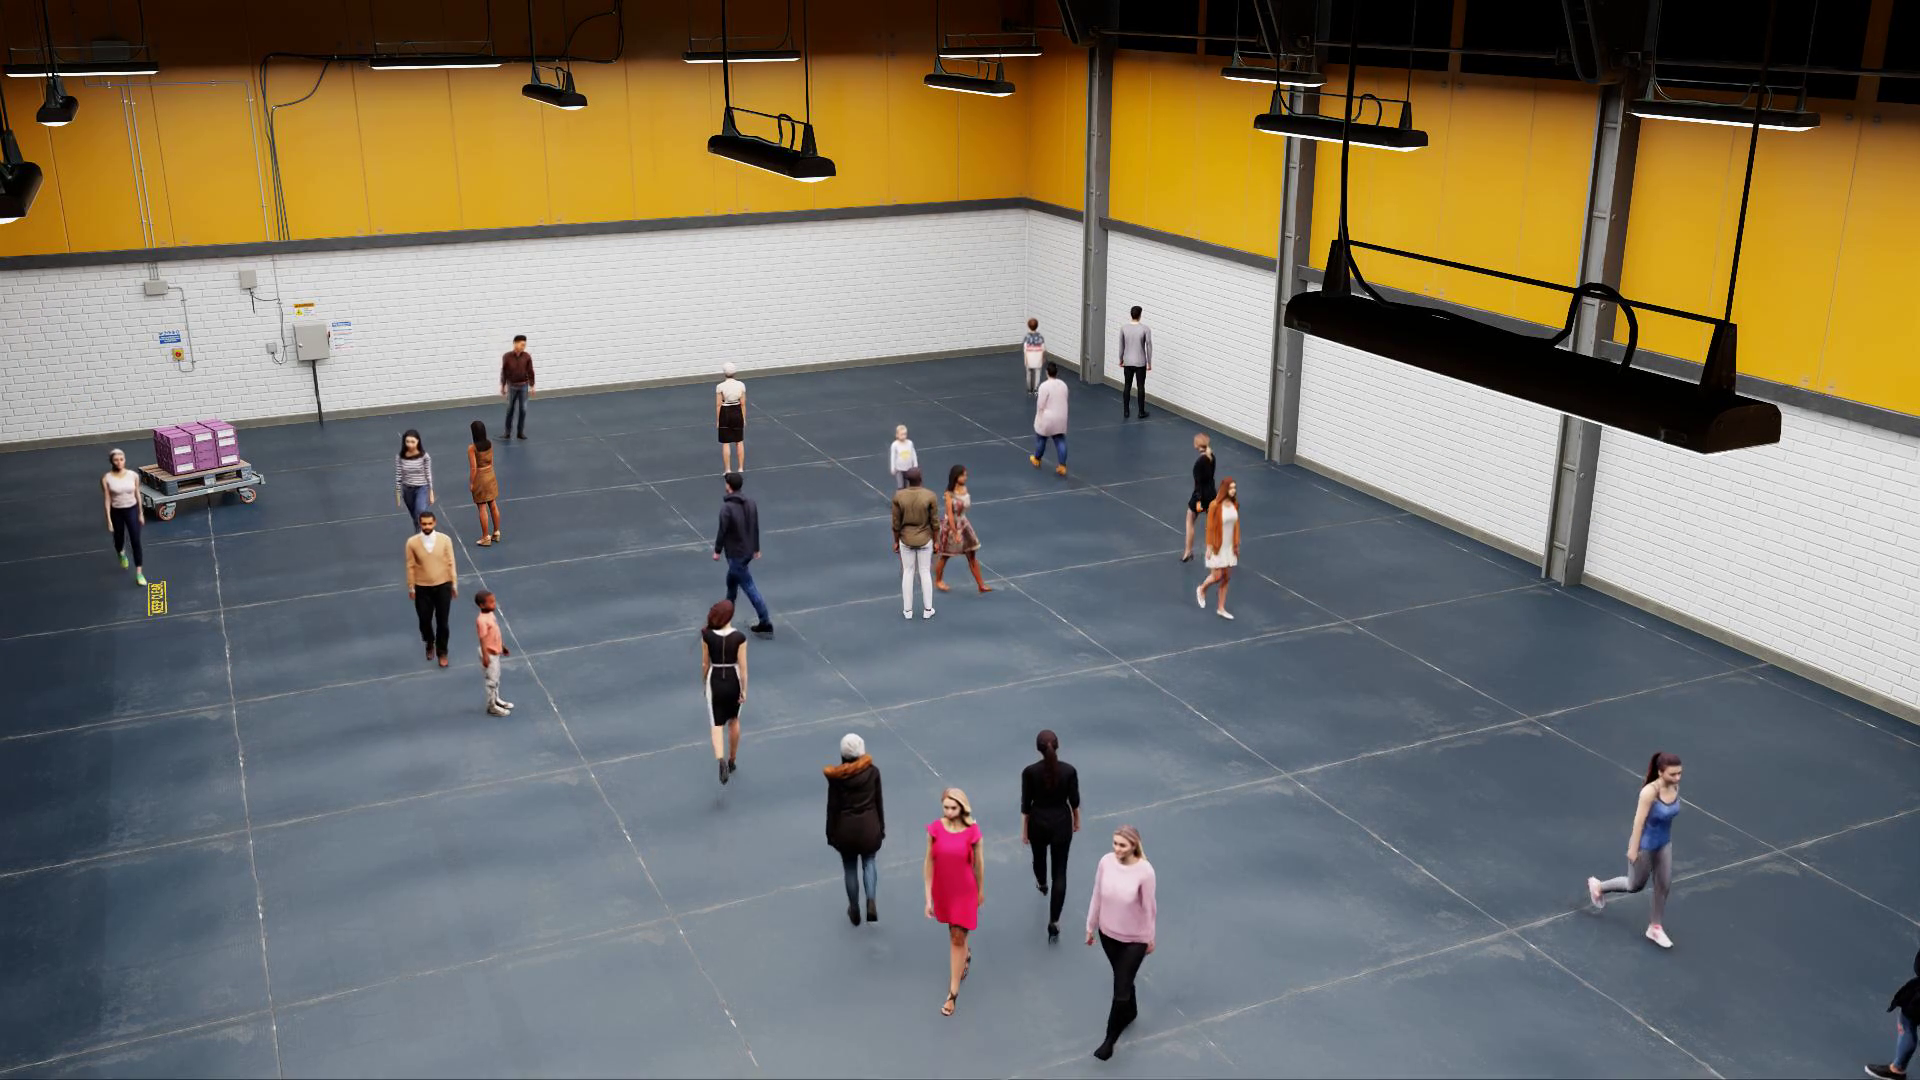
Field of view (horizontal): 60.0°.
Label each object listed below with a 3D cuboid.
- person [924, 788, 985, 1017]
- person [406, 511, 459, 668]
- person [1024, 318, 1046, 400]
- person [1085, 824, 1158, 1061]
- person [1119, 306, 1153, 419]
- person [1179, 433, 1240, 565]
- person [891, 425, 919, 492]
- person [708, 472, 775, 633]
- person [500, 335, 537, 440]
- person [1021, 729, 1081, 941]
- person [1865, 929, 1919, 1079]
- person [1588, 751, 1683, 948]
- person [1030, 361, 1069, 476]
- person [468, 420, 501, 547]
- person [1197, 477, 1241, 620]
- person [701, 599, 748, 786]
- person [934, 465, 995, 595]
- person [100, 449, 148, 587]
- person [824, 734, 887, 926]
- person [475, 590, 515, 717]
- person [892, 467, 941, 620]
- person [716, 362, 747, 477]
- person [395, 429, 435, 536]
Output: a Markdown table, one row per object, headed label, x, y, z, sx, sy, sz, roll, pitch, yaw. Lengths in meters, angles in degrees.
| label | x | y | z | sx | sy | sz | roll | pitch | yaw |
| --- | --- | --- | --- | --- | --- | --- | --- | --- | --- |
| person | -0.021 | 2.530 | 12.162 | 1.006 | 1.686 | 1.112 | 5 | 19 | 15 |
| person | -5.739 | 0.501 | 18.098 | 0.683 | 1.743 | 0.700 | -7 | 20 | -19 |
| person | 1.333 | -3.226 | 29.681 | 0.831 | 1.412 | 1.024 | 2 | 19 | 6 |
| person | 1.187 | 2.723 | 11.637 | 1.032 | 1.655 | 0.963 | 13 | 22 | 33 |
| person | 2.975 | -3.038 | 28.323 | 0.822 | 1.923 | 0.900 | 8 | 20 | 23 |
| person | 3.147 | -0.466 | 20.978 | 1.161 | 1.737 | 0.883 | 16 | 24 | 39 |
| person | -0.812 | -1.001 | 23.338 | 0.491 | 1.244 | 0.889 | -8 | 20 | -24 |
| person | -2.432 | 0.200 | 18.850 | 1.322 | 1.833 | 1.137 | 11 | 22 | 30 |
| person | -7.198 | -2.455 | 26.880 | 0.761 | 1.740 | 0.626 | -2 | 19 | -7 |
| person | 0.697 | 2.323 | 12.916 | 0.952 | 1.598 | 1.202 | 1 | 19 | 3 |
| person | 6.539 | 2.976 | 10.908 | 1.170 | 1.640 | 0.966 | 12 | 22 | 32 |
| person | 5.281 | 2.341 | 12.881 | 0.620 | 1.584 | 0.956 | -10 | 21 | -28 |
| person | 1.428 | -1.801 | 25.000 | 0.676 | 1.701 | 1.049 | -8 | 20 | -24 |
| person | -6.281 | -0.759 | 21.922 | 0.682 | 1.690 | 0.639 | 9 | 21 | 25 |
| person | 3.009 | 0.061 | 19.451 | 0.644 | 1.714 | 0.789 | -10 | 21 | -27 |
| person | -2.169 | 1.438 | 15.273 | 0.799 | 1.769 | 1.069 | -1 | 19 | -4 |
| person | -0.127 | -0.113 | 20.143 | 1.171 | 1.600 | 0.913 | 16 | 24 | 39 |
| person | -10.368 | -0.308 | 20.595 | 0.726 | 1.682 | 1.105 | -13 | 23 | -34 |
| person | -0.783 | 2.293 | 12.960 | 0.703 | 1.625 | 0.764 | -4 | 19 | -13 |
| person | -4.810 | 1.128 | 16.919 | 0.644 | 1.307 | 0.565 | 1 | 19 | 2 |
| person | -0.512 | 0.029 | 19.371 | 0.801 | 1.825 | 0.772 | 1 | 19 | 3 |
| person | -3.420 | -1.784 | 24.871 | 0.593 | 1.751 | 0.517 | -9 | 21 | -25 |
| person | -6.916 | -0.556 | 21.223 | 0.878 | 1.752 | 1.227 | -1 | 19 | -4 |
